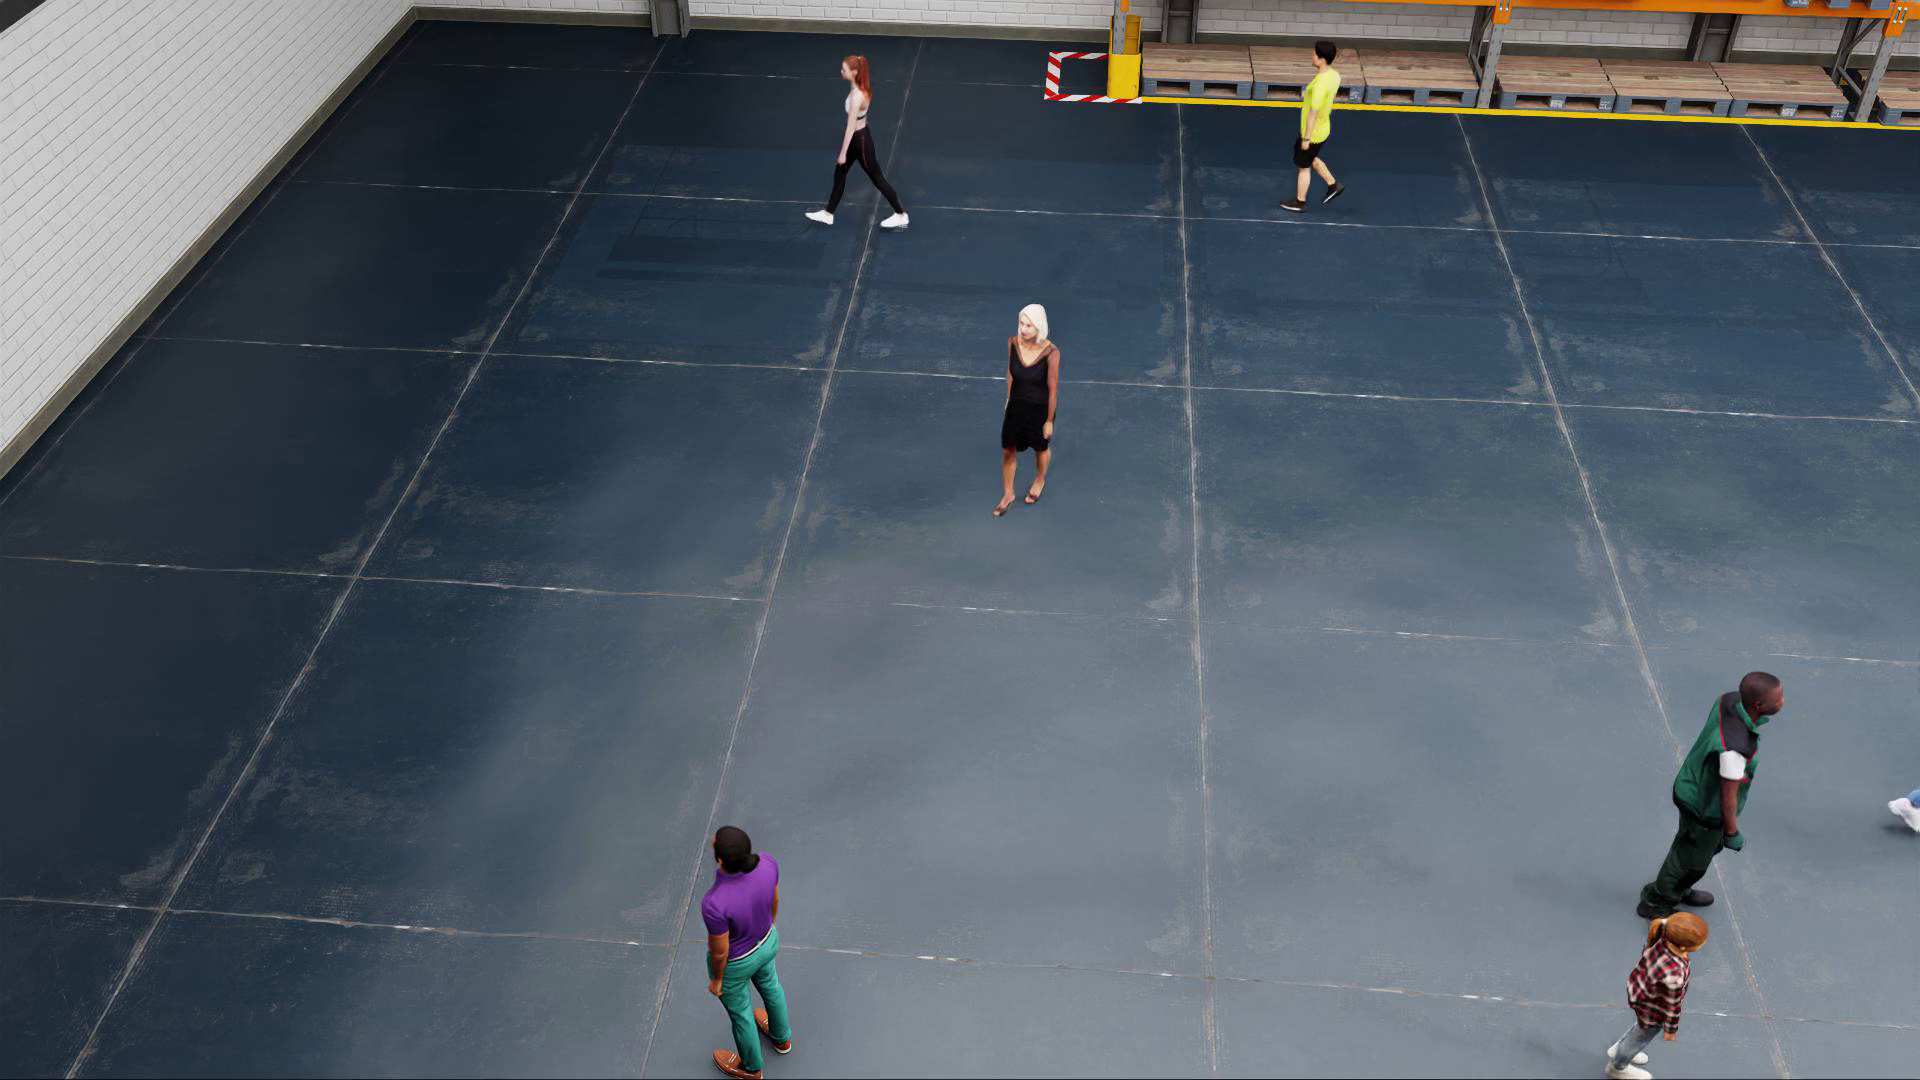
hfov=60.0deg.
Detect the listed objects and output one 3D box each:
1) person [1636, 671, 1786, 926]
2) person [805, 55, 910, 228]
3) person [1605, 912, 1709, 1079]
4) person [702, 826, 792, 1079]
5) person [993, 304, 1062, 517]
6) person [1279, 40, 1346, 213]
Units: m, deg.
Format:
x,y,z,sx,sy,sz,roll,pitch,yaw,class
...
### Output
x,y,z,sx,sy,sz,roll,pitch,yaw,class
4.027,1.420,9.005,0.785,1.832,0.786,15,41,18,person
-0.828,-3.634,15.454,1.234,1.681,0.684,-1,39,-1,person
3.420,2.288,8.344,0.545,1.299,0.564,7,39,8,person
-1.065,2.046,8.272,0.740,1.768,0.724,25,45,28,person
0.567,-0.996,12.110,0.837,1.731,0.867,22,44,25,person
3.433,-3.886,15.759,0.908,1.694,0.771,15,41,18,person
